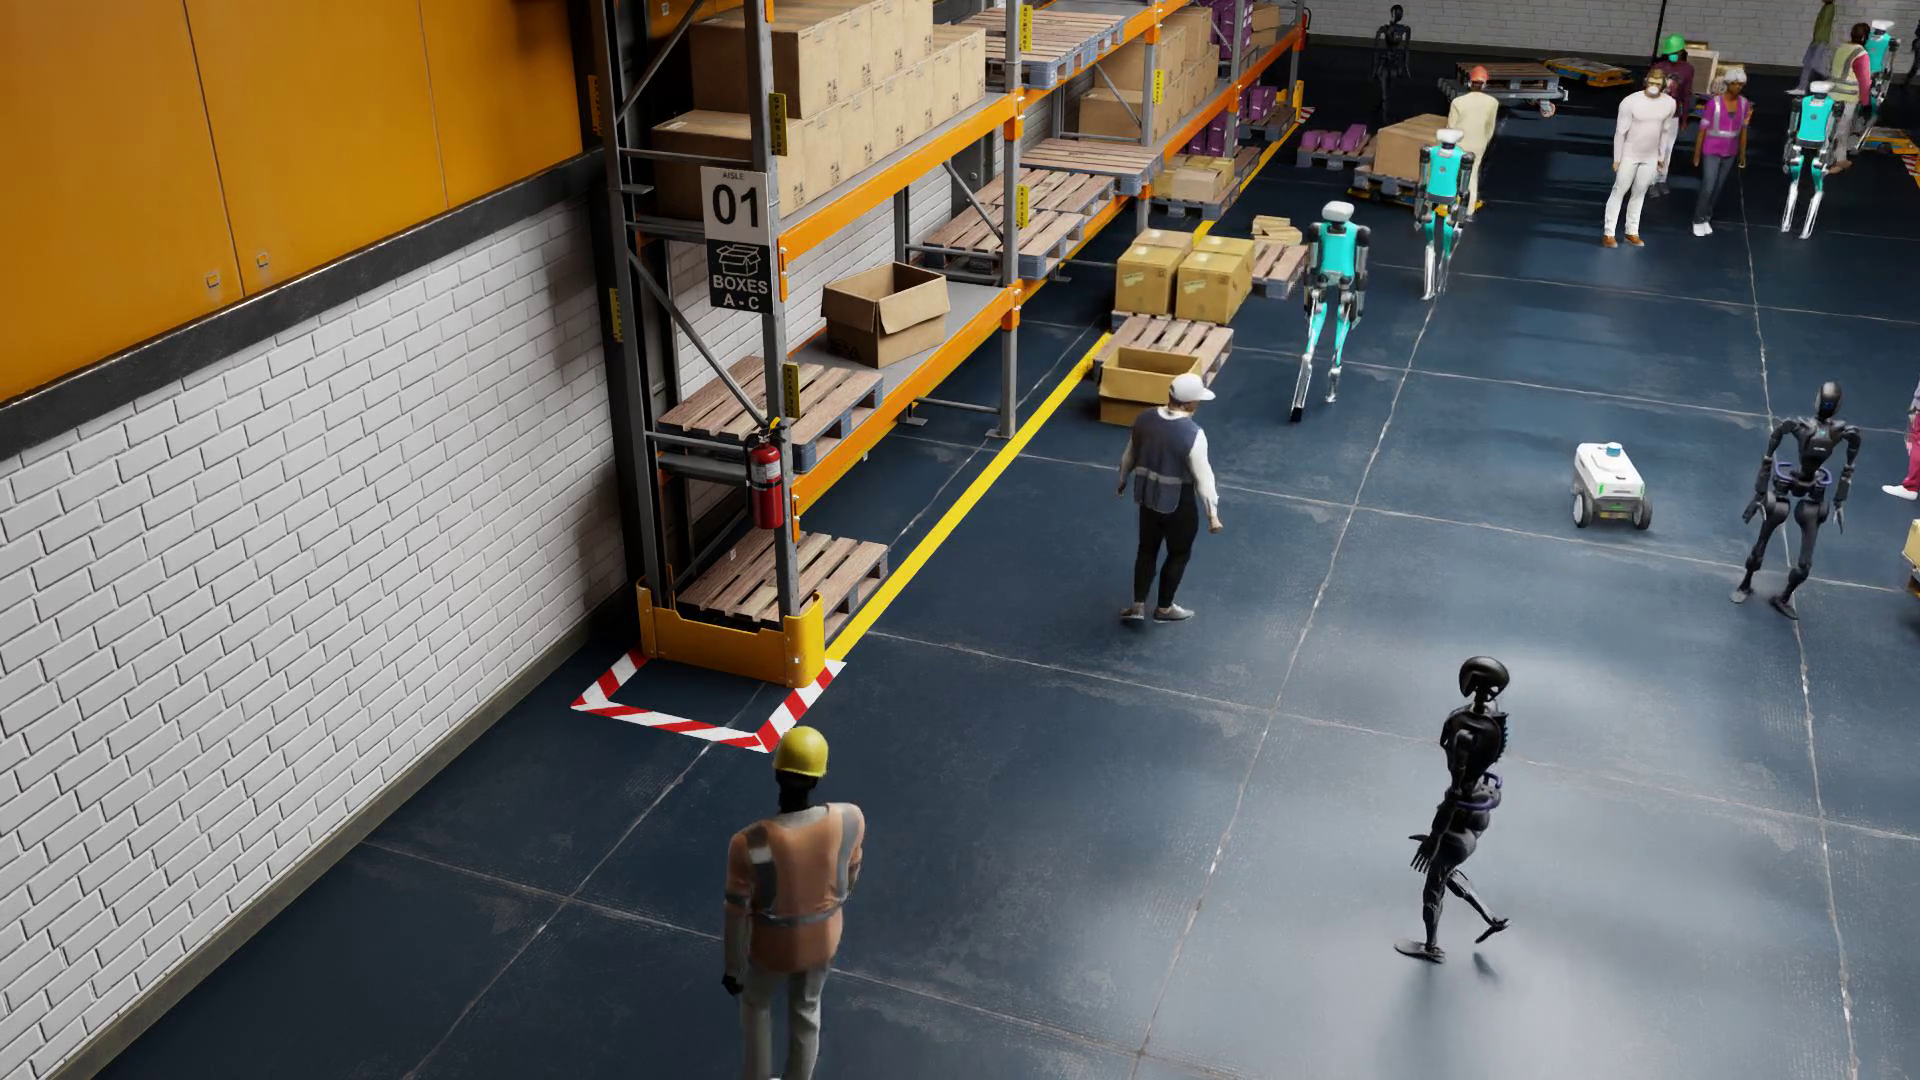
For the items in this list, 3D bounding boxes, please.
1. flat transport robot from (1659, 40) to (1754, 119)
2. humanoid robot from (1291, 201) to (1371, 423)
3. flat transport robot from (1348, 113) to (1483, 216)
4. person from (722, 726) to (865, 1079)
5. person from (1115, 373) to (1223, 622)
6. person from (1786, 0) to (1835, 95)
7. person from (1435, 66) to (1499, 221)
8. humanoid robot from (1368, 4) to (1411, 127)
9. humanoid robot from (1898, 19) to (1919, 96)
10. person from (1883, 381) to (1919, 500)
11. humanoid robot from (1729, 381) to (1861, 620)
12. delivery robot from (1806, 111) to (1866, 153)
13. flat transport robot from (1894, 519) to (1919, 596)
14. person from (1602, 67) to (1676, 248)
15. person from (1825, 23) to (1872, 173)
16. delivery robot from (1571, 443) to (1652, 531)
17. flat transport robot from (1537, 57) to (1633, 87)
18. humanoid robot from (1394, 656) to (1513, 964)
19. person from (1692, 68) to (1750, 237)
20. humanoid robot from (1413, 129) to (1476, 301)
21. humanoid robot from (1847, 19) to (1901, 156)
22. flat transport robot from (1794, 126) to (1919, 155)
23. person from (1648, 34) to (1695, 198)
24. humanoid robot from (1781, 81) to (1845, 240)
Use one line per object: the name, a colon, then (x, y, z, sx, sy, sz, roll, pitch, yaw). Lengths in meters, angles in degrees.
flat transport robot: (10.503, -6.174, 23.726, 1.431, 0.231, 0.659, 15, 31, 27)
humanoid robot: (2.984, -1.833, 13.726, 0.560, 1.771, 0.942, 13, 30, 24)
flat transport robot: (5.393, -4.105, 19.713, 1.431, 0.231, 0.659, 24, 36, 39)
person: (-0.697, 1.616, 6.862, 0.639, 1.880, 0.460, -12, 30, -22)
person: (1.302, -0.251, 10.648, 0.792, 1.724, 0.571, 24, 36, 39)
person: (12.746, -7.360, 24.550, 0.621, 1.609, 0.507, 9, 29, 17)
person: (5.767, -4.536, 18.969, 0.585, 1.716, 0.626, -1, 27, -2)
humanoid robot: (5.910, -6.575, 23.025, 0.600, 1.646, 0.737, -7, 28, -13)
humanoid robot: (14.369, -7.437, 24.645, 0.601, 1.671, 0.351, -9, 29, -17)
person: (7.261, -1.071, 12.343, 0.507, 1.627, 0.289, -13, 30, -24)
humanoid robot: (5.432, -0.284, 10.776, 0.599, 1.638, 0.465, 6, 28, 12)
delivery robot: (11.561, -5.432, 21.996, 0.811, 0.614, 0.499, 8, 28, 15)
flat transport robot: (6.755, 0.569, 10.647, 0.659, 0.231, 1.431, 1, 27, 3)
person: (7.323, -4.120, 17.927, 0.627, 1.936, 0.379, -3, 27, -6)
person: (11.083, -5.481, 20.694, 0.555, 1.821, 0.705, 1, 27, 2)
delivery robot: (4.775, -0.428, 12.257, 0.499, 0.585, 0.784, 2, 27, 4)
flat transport robot: (9.700, -7.293, 25.897, 0.659, 0.231, 1.431, -14, 30, -25)
humanoid robot: (2.372, 1.295, 7.710, 0.500, 1.649, 0.598, 15, 31, 27)
person: (8.387, -4.233, 18.258, 0.518, 1.829, 0.618, -3, 27, -6)
humanoid robot: (4.769, -3.137, 16.370, 0.540, 1.904, 0.727, 16, 31, 28)
humanoid robot: (11.715, -5.784, 21.409, 0.533, 1.830, 0.697, 24, 36, 38)
flat transport robot: (11.891, -5.326, 22.082, 1.431, 0.231, 0.659, 8, 28, 15)
person: (8.372, -5.022, 19.706, 0.547, 1.905, 0.732, 5, 28, 9)
humanoid robot: (9.356, -4.204, 18.282, 0.535, 1.742, 0.800, 19, 33, 33)
